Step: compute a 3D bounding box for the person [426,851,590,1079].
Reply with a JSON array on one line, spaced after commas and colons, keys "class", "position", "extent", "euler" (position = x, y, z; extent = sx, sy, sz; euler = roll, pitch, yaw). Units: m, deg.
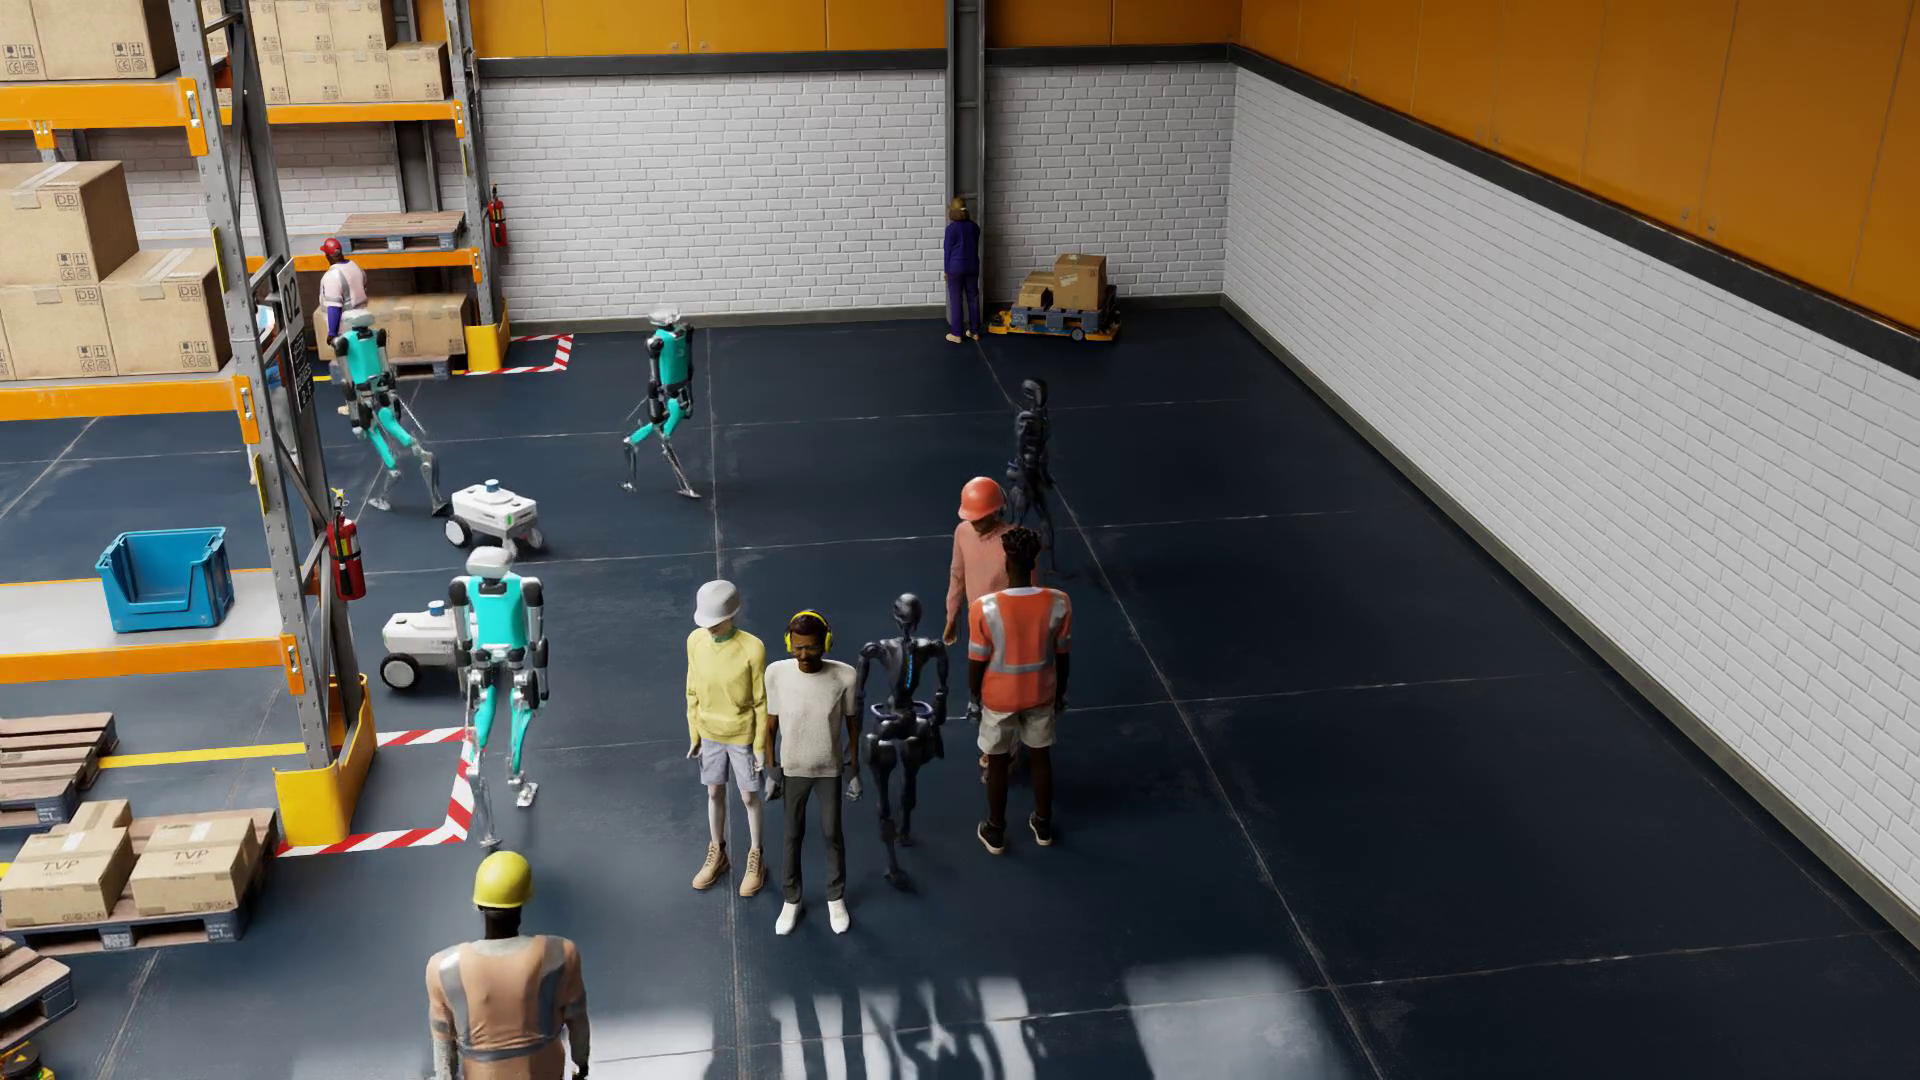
[{"class": "person", "position": [-1.786, 2.051, 6.711], "extent": [0.591, 1.881, 0.923], "euler": [-5, 24, -11]}]

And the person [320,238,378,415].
[{"class": "person", "position": [-6.033, -2.098, 16.334], "extent": [0.418, 1.751, 0.610], "euler": [5, 24, 12]}]

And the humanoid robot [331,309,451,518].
[{"class": "humanoid robot", "position": [-4.684, -1.007, 13.927], "extent": [0.956, 1.809, 0.585], "euler": [11, 26, 23]}]

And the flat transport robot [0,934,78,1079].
[{"class": "flat transport robot", "position": [-5.016, 2.442, 7.832], "extent": [1.431, 0.231, 0.659], "euler": [13, 27, 27]}]

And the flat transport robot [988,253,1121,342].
[{"class": "flat transport robot", "position": [1.094, -2.500, 19.091], "extent": [1.431, 0.231, 0.659], "euler": [6, 24, 13]}]

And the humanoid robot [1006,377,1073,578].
[{"class": "humanoid robot", "position": [0.503, -0.471, 12.780], "extent": [0.766, 1.637, 0.609], "euler": [9, 25, 20]}]

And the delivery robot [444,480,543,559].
[{"class": "delivery robot", "position": [-3.781, -0.193, 13.497], "extent": [0.808, 0.607, 0.499], "euler": [15, 28, 30]}]

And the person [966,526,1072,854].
[{"class": "person", "position": [0.329, 0.852, 9.365], "extent": [0.608, 1.957, 0.389], "euler": [-7, 25, -15]}]

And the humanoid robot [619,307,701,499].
[{"class": "humanoid robot", "position": [-2.694, -1.162, 14.279], "extent": [0.912, 1.808, 0.568], "euler": [13, 27, 28]}]

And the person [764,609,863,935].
[{"class": "person", "position": [-0.764, 1.210, 8.648], "extent": [0.516, 1.873, 0.331], "euler": [0, 24, 0]}]

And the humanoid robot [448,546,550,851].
[{"class": "humanoid robot", "position": [-2.632, 0.971, 9.421], "extent": [0.534, 1.779, 1.033], "euler": [0, 24, -1]}]

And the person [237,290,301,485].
[{"class": "person", "position": [-6.143, -1.376, 14.591], "extent": [0.623, 1.837, 0.431], "euler": [-7, 25, -16]}]

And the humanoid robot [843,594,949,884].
[{"class": "humanoid robot", "position": [-0.353, 1.080, 9.245], "extent": [0.615, 1.639, 0.677], "euler": [-5, 24, -10]}]

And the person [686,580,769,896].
[{"class": "person", "position": [-1.251, 1.053, 8.993], "extent": [0.471, 1.884, 0.403], "euler": [7, 25, 16]}]

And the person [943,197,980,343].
[{"class": "person", "position": [0.002, -3.028, 18.630], "extent": [0.444, 1.614, 0.387], "euler": [-13, 27, -28]}]

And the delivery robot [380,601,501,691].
[{"class": "delivery robot", "position": [-3.561, 0.701, 11.432], "extent": [0.765, 0.585, 0.499], "euler": [0, 24, 1]}]

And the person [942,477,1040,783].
[{"class": "person", "position": [0.170, 0.534, 10.088], "extent": [0.599, 1.963, 0.617], "euler": [-19, 30, -37]}]
